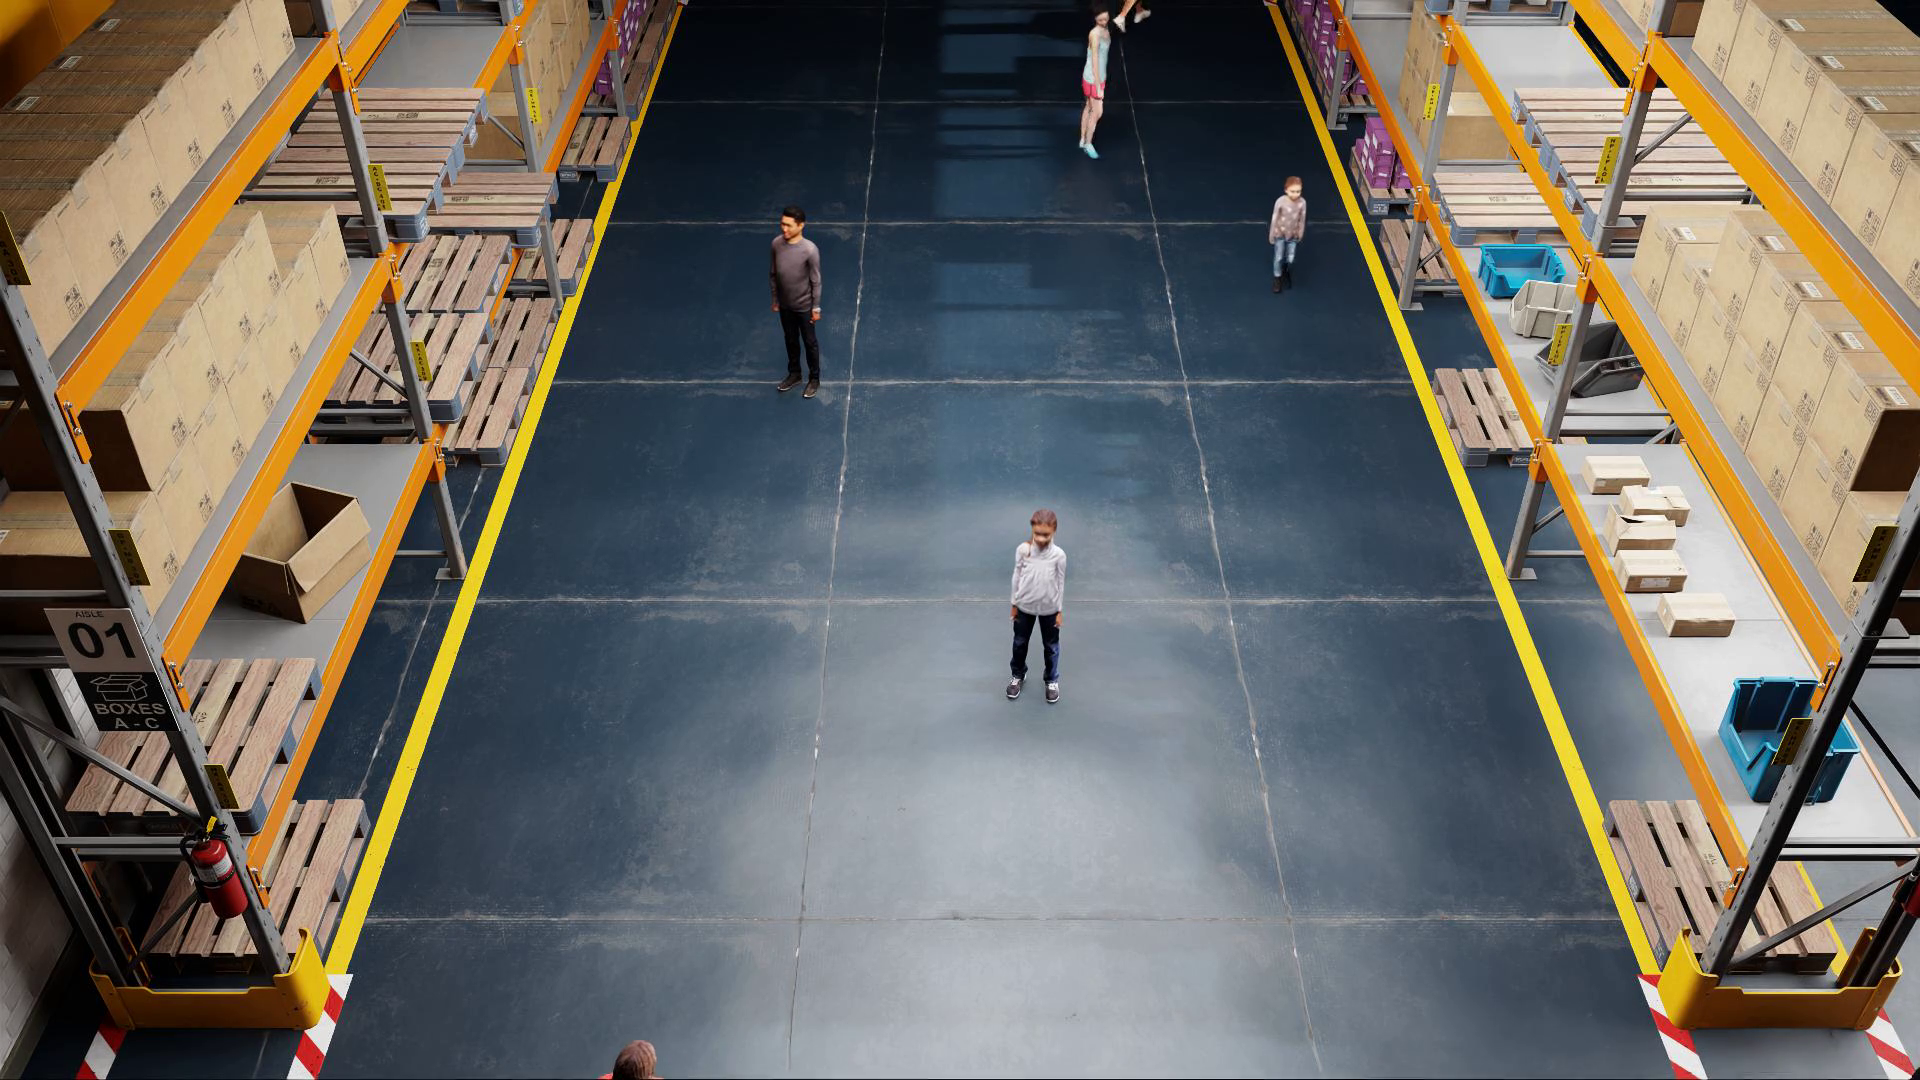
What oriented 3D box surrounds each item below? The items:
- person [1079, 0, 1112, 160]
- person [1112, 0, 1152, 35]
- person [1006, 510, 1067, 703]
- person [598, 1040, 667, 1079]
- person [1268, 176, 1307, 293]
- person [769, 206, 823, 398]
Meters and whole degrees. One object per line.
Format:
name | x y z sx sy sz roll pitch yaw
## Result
person | 1.456 -5.011 17.984 0.865 1.760 0.622 4 39 4
person | 2.192 -7.241 20.718 1.154 1.833 1.242 30 47 32
person | 0.537 0.432 11.332 0.561 1.555 0.570 6 39 7
person | -1.527 3.004 8.009 0.732 1.683 0.895 10 40 12
person | 3.108 -2.952 15.865 0.499 1.188 0.523 3 39 4
person | -1.385 -2.053 14.274 0.693 1.768 0.714 2 39 3
